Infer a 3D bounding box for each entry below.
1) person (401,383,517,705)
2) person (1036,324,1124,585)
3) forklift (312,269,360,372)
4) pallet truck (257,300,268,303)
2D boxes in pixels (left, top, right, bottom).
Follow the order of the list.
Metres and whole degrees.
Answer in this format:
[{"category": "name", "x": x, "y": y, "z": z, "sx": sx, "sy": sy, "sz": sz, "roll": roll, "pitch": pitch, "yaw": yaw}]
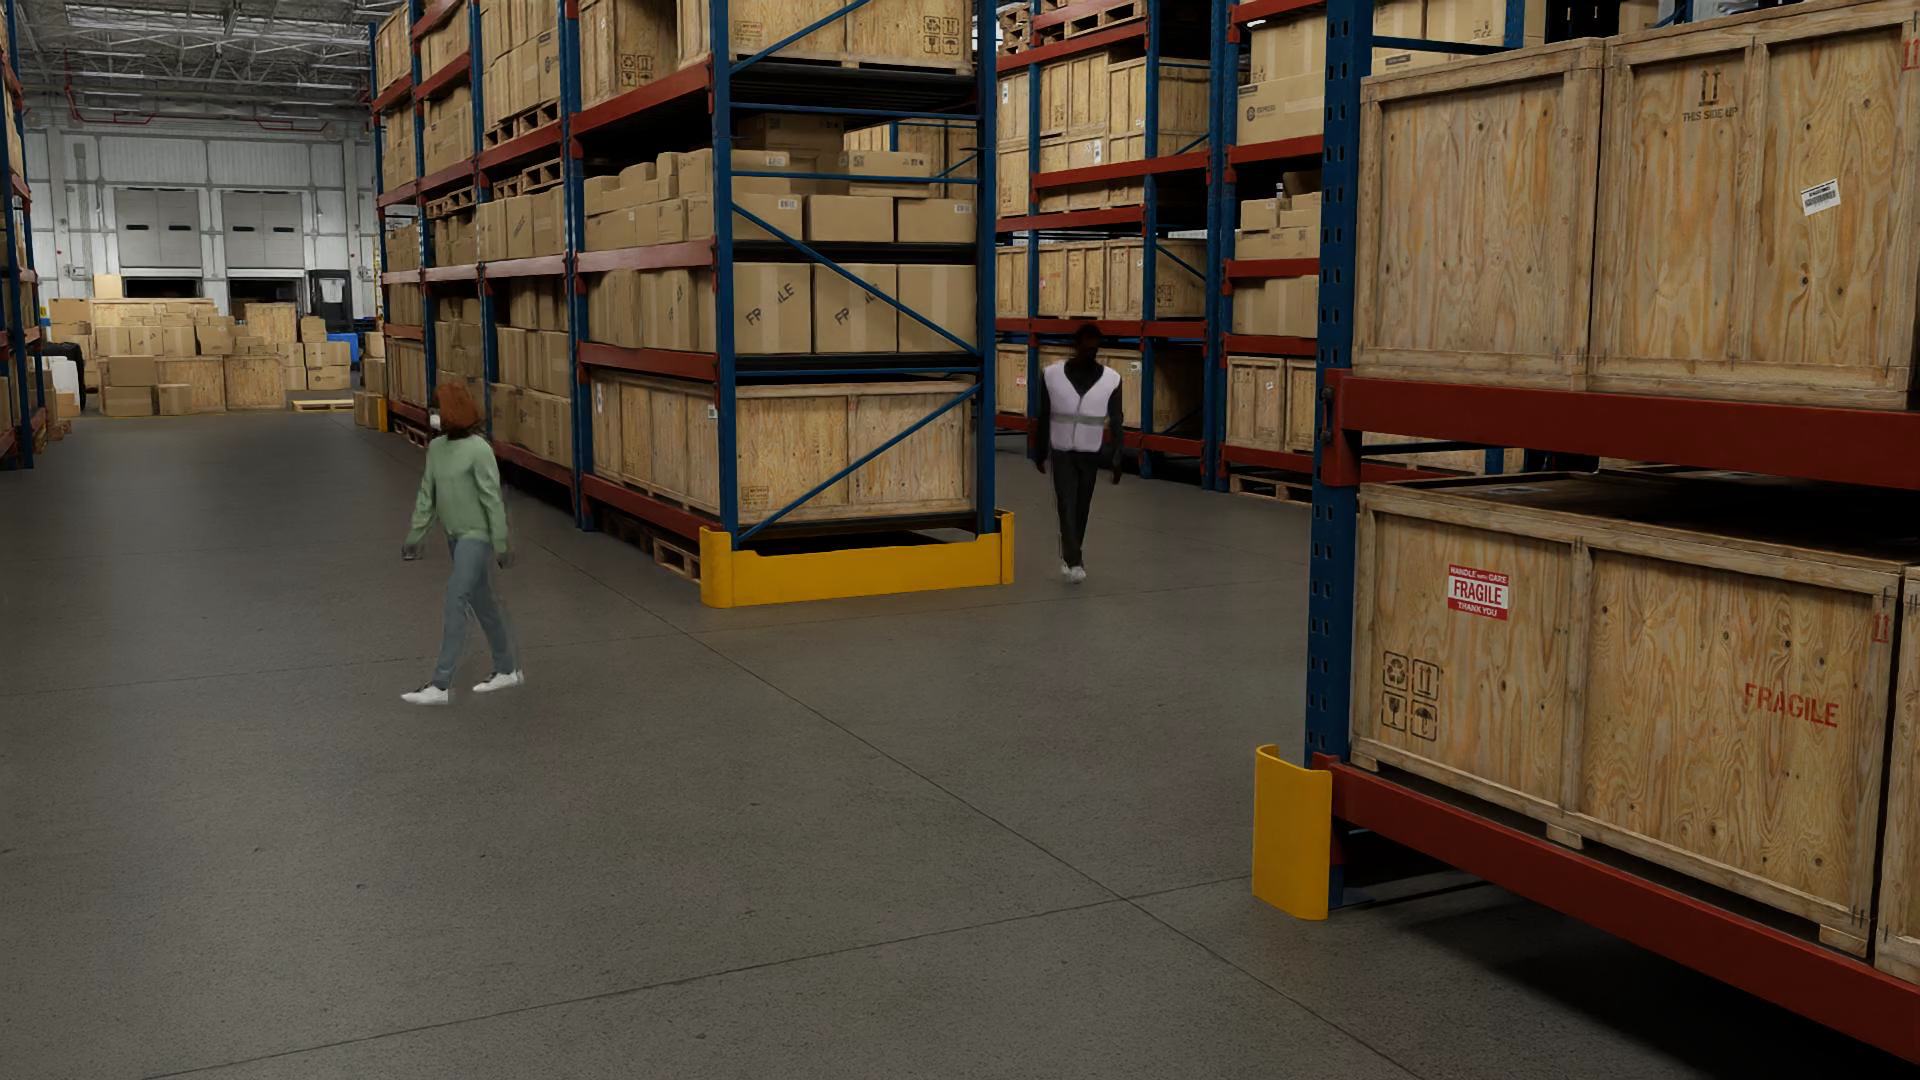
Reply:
[{"category": "person", "x": -2.554, "y": 0.023, "z": 8.329, "sx": 0.801, "sy": 1.602, "sz": 0.513, "roll": -8, "pitch": 12, "yaw": -44}, {"category": "person", "x": 0.858, "y": -0.610, "z": 11.870, "sx": 0.599, "sy": 1.837, "sz": 1.039, "roll": 0, "pitch": 8, "yaw": -1}, {"category": "forklift", "x": -17.110, "y": -5.997, "z": 45.439, "sx": 1.129, "sy": 2.768, "sz": 1.873, "roll": -4, "pitch": 9, "yaw": -26}, {"category": "pallet truck", "x": -23.913, "y": -7.404, "z": 58.171, "sx": 1.885, "sy": 1.965, "sz": 0.823, "roll": -1, "pitch": 8, "yaw": -9}]
